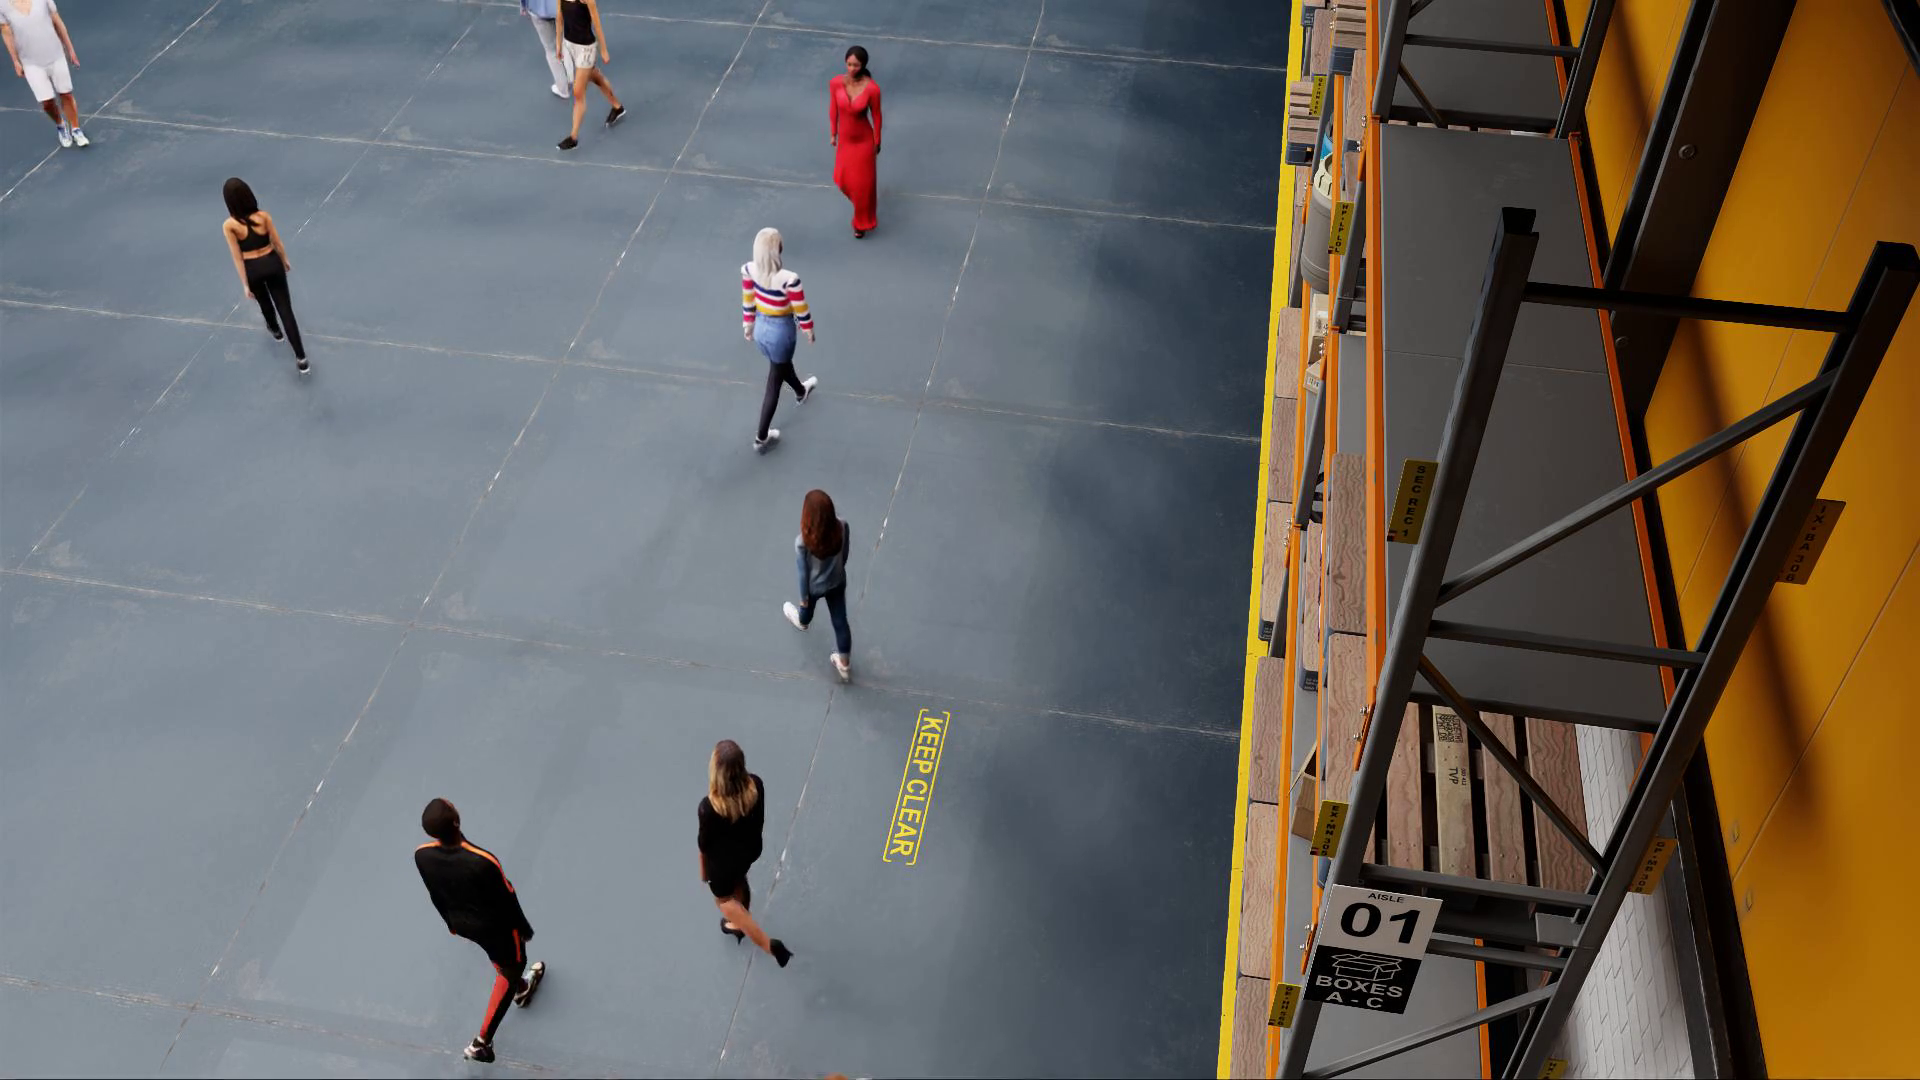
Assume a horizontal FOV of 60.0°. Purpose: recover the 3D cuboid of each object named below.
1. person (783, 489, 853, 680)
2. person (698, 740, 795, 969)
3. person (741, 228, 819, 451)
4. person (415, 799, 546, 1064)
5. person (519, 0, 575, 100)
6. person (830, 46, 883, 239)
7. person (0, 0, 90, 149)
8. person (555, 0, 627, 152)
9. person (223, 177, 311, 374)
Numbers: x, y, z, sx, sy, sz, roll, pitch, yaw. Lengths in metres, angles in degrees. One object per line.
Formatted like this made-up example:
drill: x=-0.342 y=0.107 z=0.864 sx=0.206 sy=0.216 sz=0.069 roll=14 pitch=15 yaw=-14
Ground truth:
person: x=-0.836 y=0.312 z=10.688 sx=0.961 sy=1.448 sz=1.037 roll=-24 pitch=49 yaw=-23
person: x=-1.175 y=1.763 z=9.017 sx=0.917 sy=1.653 sz=0.900 roll=33 pitch=52 yaw=29
person: x=-1.412 y=-1.461 z=12.322 sx=0.945 sy=1.761 sz=1.230 roll=23 pitch=48 yaw=22
person: x=-2.510 y=2.045 z=8.624 sx=0.725 sy=1.787 sz=1.021 roll=13 pitch=45 yaw=13
person: x=-3.964 y=-5.153 z=16.117 sx=0.825 sy=1.872 sz=0.880 roll=-23 pitch=48 yaw=-22
person: x=-0.869 y=-3.493 z=14.455 sx=0.648 sy=1.772 sz=0.770 roll=10 pitch=45 yaw=11
person: x=-8.582 y=-4.546 z=15.500 sx=0.820 sy=1.843 sz=0.886 roll=-28 pitch=50 yaw=-26
person: x=-3.499 y=-4.658 z=15.659 sx=0.948 sy=1.787 sz=1.282 roll=24 pitch=49 yaw=23
person: x=-5.423 y=-2.037 z=13.042 sx=1.030 sy=1.602 sz=1.124 roll=-23 pitch=48 yaw=-22
